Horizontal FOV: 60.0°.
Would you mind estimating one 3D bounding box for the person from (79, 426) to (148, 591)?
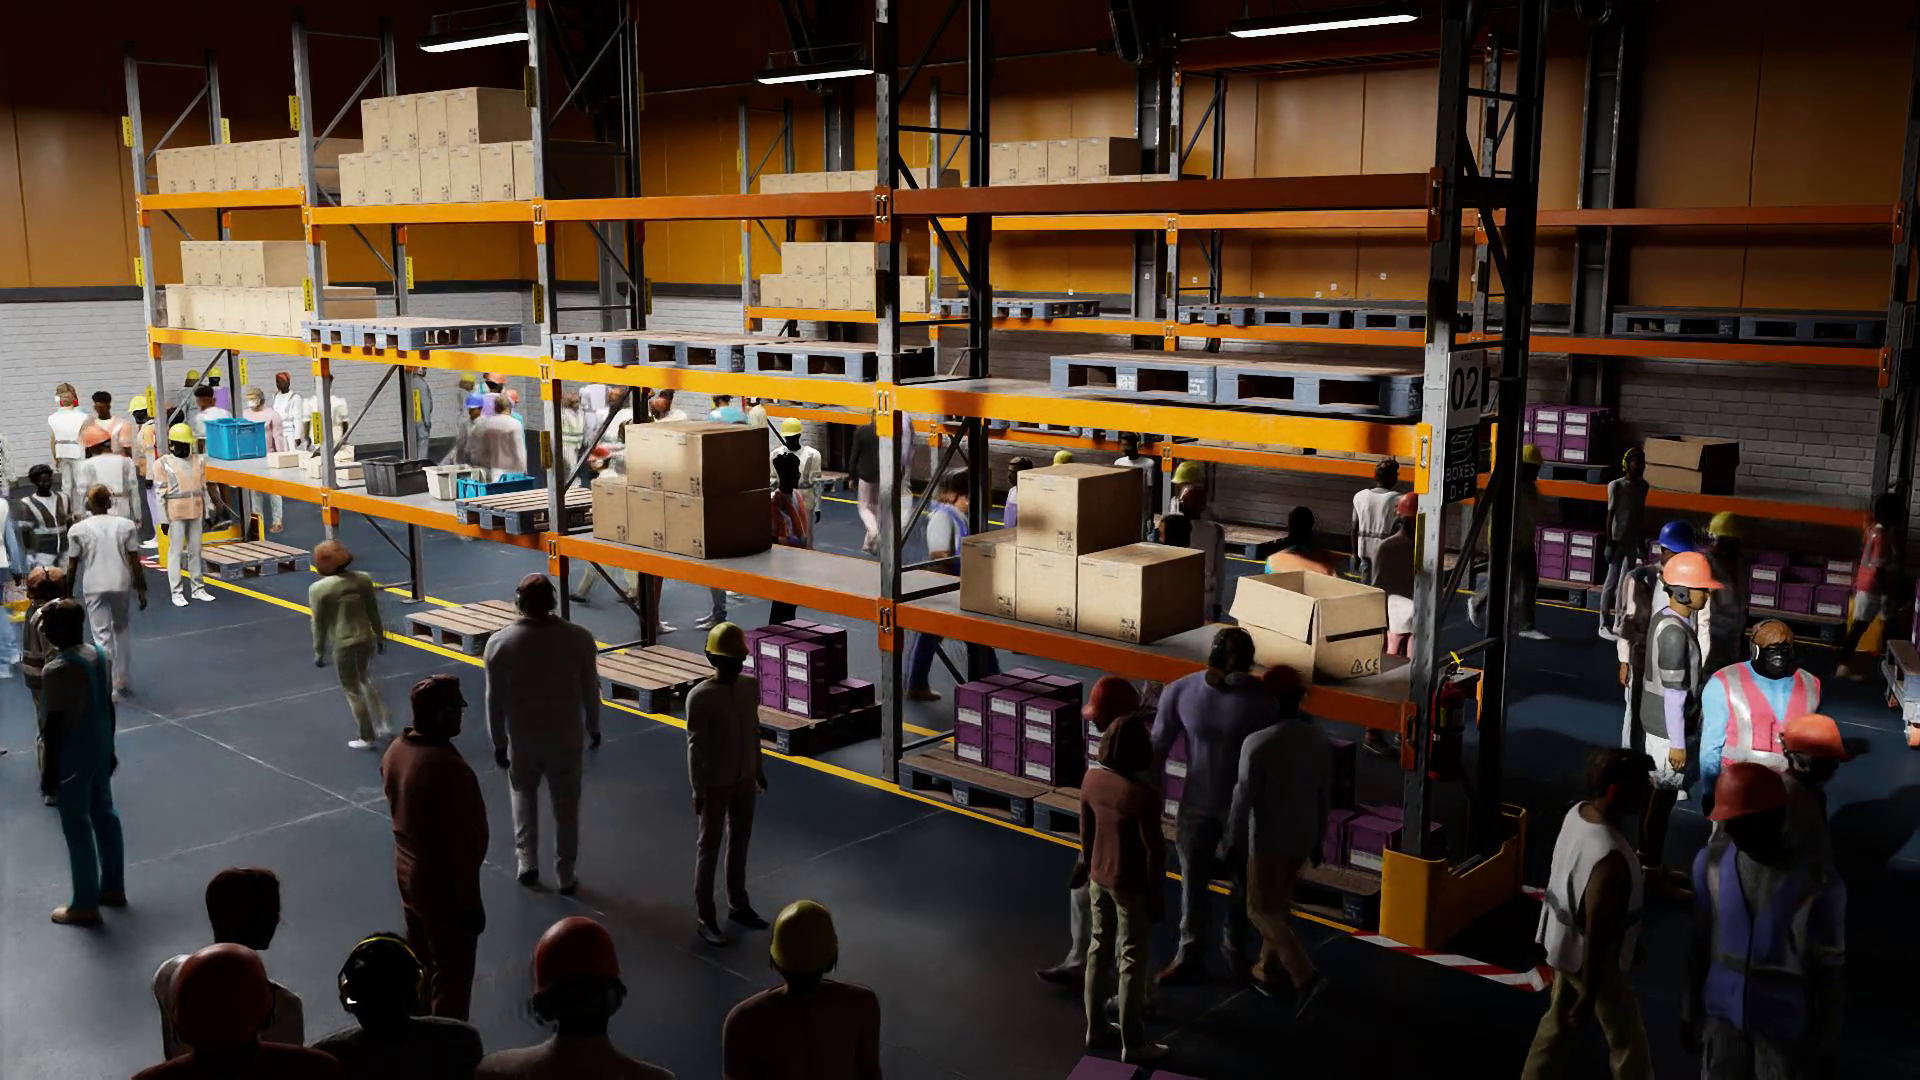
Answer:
[{"bbox_3d":[-9.125,-0.299,17.866,0.605,1.874,0.730,-6,12,-31],"label":"person"}]

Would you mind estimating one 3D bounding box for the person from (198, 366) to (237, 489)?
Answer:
[{"bbox_3d":[-11.504,-1.731,25.796,0.369,1.928,0.586,9,14,42],"label":"person"}]

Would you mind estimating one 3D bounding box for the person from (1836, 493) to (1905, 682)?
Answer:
[{"bbox_3d":[8.000,0.435,14.264,0.806,1.662,0.553,7,12,35],"label":"person"}]

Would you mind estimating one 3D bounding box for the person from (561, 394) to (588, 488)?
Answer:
[{"bbox_3d":[-5.834,-1.399,24.846,0.851,1.596,0.532,6,12,31],"label":"person"}]

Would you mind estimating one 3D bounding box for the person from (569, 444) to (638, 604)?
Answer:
[{"bbox_3d":[-3.775,-0.155,17.502,0.867,1.699,0.551,1,10,8],"label":"person"}]

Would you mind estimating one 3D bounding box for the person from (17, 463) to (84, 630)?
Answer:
[{"bbox_3d":[-8.817,0.094,16.137,0.334,1.696,0.574,6,11,29],"label":"person"}]

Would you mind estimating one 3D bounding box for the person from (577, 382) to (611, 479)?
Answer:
[{"bbox_3d":[-5.881,-1.867,26.646,0.566,1.893,0.948,-6,12,-33],"label":"person"}]

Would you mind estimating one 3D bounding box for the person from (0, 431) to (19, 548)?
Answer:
[{"bbox_3d":[-12.074,-0.742,20.764,0.355,1.716,0.505,8,13,39],"label":"person"}]

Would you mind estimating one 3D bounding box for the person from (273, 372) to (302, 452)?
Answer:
[{"bbox_3d":[-10.224,-1.618,25.321,0.569,1.878,0.351,7,12,33],"label":"person"}]

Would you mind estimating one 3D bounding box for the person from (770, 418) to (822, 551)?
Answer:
[{"bbox_3d":[-1.806,-0.392,18.266,0.589,1.919,0.398,2,10,10],"label":"person"}]

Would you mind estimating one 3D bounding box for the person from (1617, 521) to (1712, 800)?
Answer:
[{"bbox_3d":[4.802,0.820,11.355,0.604,1.939,0.416,1,10,5],"label":"person"}]

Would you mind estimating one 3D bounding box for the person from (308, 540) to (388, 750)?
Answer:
[{"bbox_3d":[-4.579,0.790,12.437,0.394,1.606,0.520,7,12,34],"label":"person"}]

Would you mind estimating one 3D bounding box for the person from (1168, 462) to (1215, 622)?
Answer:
[{"bbox_3d":[2.148,0.166,15.401,0.557,1.811,0.598,-4,11,-24],"label":"person"}]

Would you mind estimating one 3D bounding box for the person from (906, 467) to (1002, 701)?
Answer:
[{"bbox_3d":[-0.013,0.357,13.675,1.009,2.000,0.693,7,12,33],"label":"person"}]

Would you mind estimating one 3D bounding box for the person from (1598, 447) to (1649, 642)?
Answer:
[{"bbox_3d":[6.415,0.032,15.992,0.513,1.872,0.331,-5,11,-26],"label":"person"}]

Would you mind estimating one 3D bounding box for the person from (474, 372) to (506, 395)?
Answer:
[{"bbox_3d":[-7.721,-1.966,27.408,0.502,1.838,0.346,-2,10,-9],"label":"person"}]

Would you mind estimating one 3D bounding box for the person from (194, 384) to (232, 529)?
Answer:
[{"bbox_3d":[-10.004,-1.127,22.434,0.735,1.936,0.672,4,11,22],"label":"person"}]

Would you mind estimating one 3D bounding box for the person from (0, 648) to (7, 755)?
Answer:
[{"bbox_3d":[-7.346,0.720,12.193,0.390,1.838,0.564,4,11,23],"label":"person"}]

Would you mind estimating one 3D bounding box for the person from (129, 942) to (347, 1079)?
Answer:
[{"bbox_3d":[-1.925,2.014,4.457,0.608,1.987,0.388,-4,11,-23],"label":"person"}]

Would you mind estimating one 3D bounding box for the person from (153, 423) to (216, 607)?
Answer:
[{"bbox_3d":[-8.179,-0.274,17.559,0.364,1.928,0.587,6,12,30],"label":"person"}]

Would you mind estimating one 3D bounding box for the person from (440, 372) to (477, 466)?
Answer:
[{"bbox_3d":[-8.281,-1.933,27.571,0.619,1.703,0.508,-5,11,-26],"label":"person"}]

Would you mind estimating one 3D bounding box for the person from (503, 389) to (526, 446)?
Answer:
[{"bbox_3d":[-6.425,-1.280,23.788,0.573,1.739,0.355,5,11,27],"label":"person"}]

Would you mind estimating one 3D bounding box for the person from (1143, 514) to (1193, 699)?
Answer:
[{"bbox_3d":[1.536,0.705,12.321,0.429,1.829,0.637,-5,11,-28],"label":"person"}]

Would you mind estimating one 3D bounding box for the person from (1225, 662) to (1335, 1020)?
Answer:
[{"bbox_3d":[1.631,1.483,8.209,0.604,1.718,0.650,-6,12,-31],"label":"person"}]

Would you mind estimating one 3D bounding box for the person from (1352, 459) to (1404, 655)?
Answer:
[{"bbox_3d":[3.847,0.179,15.229,0.570,1.843,0.372,9,13,41],"label":"person"}]

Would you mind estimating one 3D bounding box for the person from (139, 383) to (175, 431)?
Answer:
[{"bbox_3d":[-12.168,-1.541,25.268,0.529,1.737,0.745,-4,11,-21],"label":"person"}]

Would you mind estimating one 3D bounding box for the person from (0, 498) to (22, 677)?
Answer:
[{"bbox_3d":[-8.547,0.277,14.530,0.464,1.896,0.604,4,11,23],"label":"person"}]

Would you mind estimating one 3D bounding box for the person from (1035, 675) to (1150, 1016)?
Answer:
[{"bbox_3d":[0.627,1.488,8.156,0.665,1.719,0.588,2,10,9],"label":"person"}]

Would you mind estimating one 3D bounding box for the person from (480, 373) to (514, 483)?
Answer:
[{"bbox_3d":[-6.621,-1.412,23.725,0.607,2.031,0.427,2,10,10],"label":"person"}]

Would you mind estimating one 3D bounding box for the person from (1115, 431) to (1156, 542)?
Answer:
[{"bbox_3d":[1.835,-0.249,17.634,0.532,1.855,0.347,7,12,36],"label":"person"}]

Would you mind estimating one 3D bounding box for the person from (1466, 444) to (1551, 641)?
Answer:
[{"bbox_3d":[5.342,0.006,16.041,0.753,1.902,0.602,9,14,43],"label":"person"}]

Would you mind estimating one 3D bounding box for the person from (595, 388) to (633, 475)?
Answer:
[{"bbox_3d":[-4.696,-1.132,22.642,0.599,1.841,0.939,0,10,0],"label":"person"}]

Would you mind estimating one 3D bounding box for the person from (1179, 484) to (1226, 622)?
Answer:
[{"bbox_3d":[1.868,0.489,13.371,0.583,1.882,0.339,-5,11,-26],"label":"person"}]

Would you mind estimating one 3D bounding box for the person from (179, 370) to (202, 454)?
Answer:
[{"bbox_3d":[-12.627,-1.940,27.498,0.487,1.744,0.312,-7,12,-33],"label":"person"}]

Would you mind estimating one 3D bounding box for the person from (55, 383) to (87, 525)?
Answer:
[{"bbox_3d":[-12.036,-1.167,22.577,0.638,1.938,0.356,8,13,37],"label":"person"}]

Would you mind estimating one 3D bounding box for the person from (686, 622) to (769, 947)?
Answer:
[{"bbox_3d":[-1.253,1.309,9.070,0.316,1.767,0.535,8,13,38],"label":"person"}]

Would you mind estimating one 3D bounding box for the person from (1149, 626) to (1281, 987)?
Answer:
[{"bbox_3d":[1.267,1.344,8.469,0.809,1.922,0.466,4,11,20],"label":"person"}]
